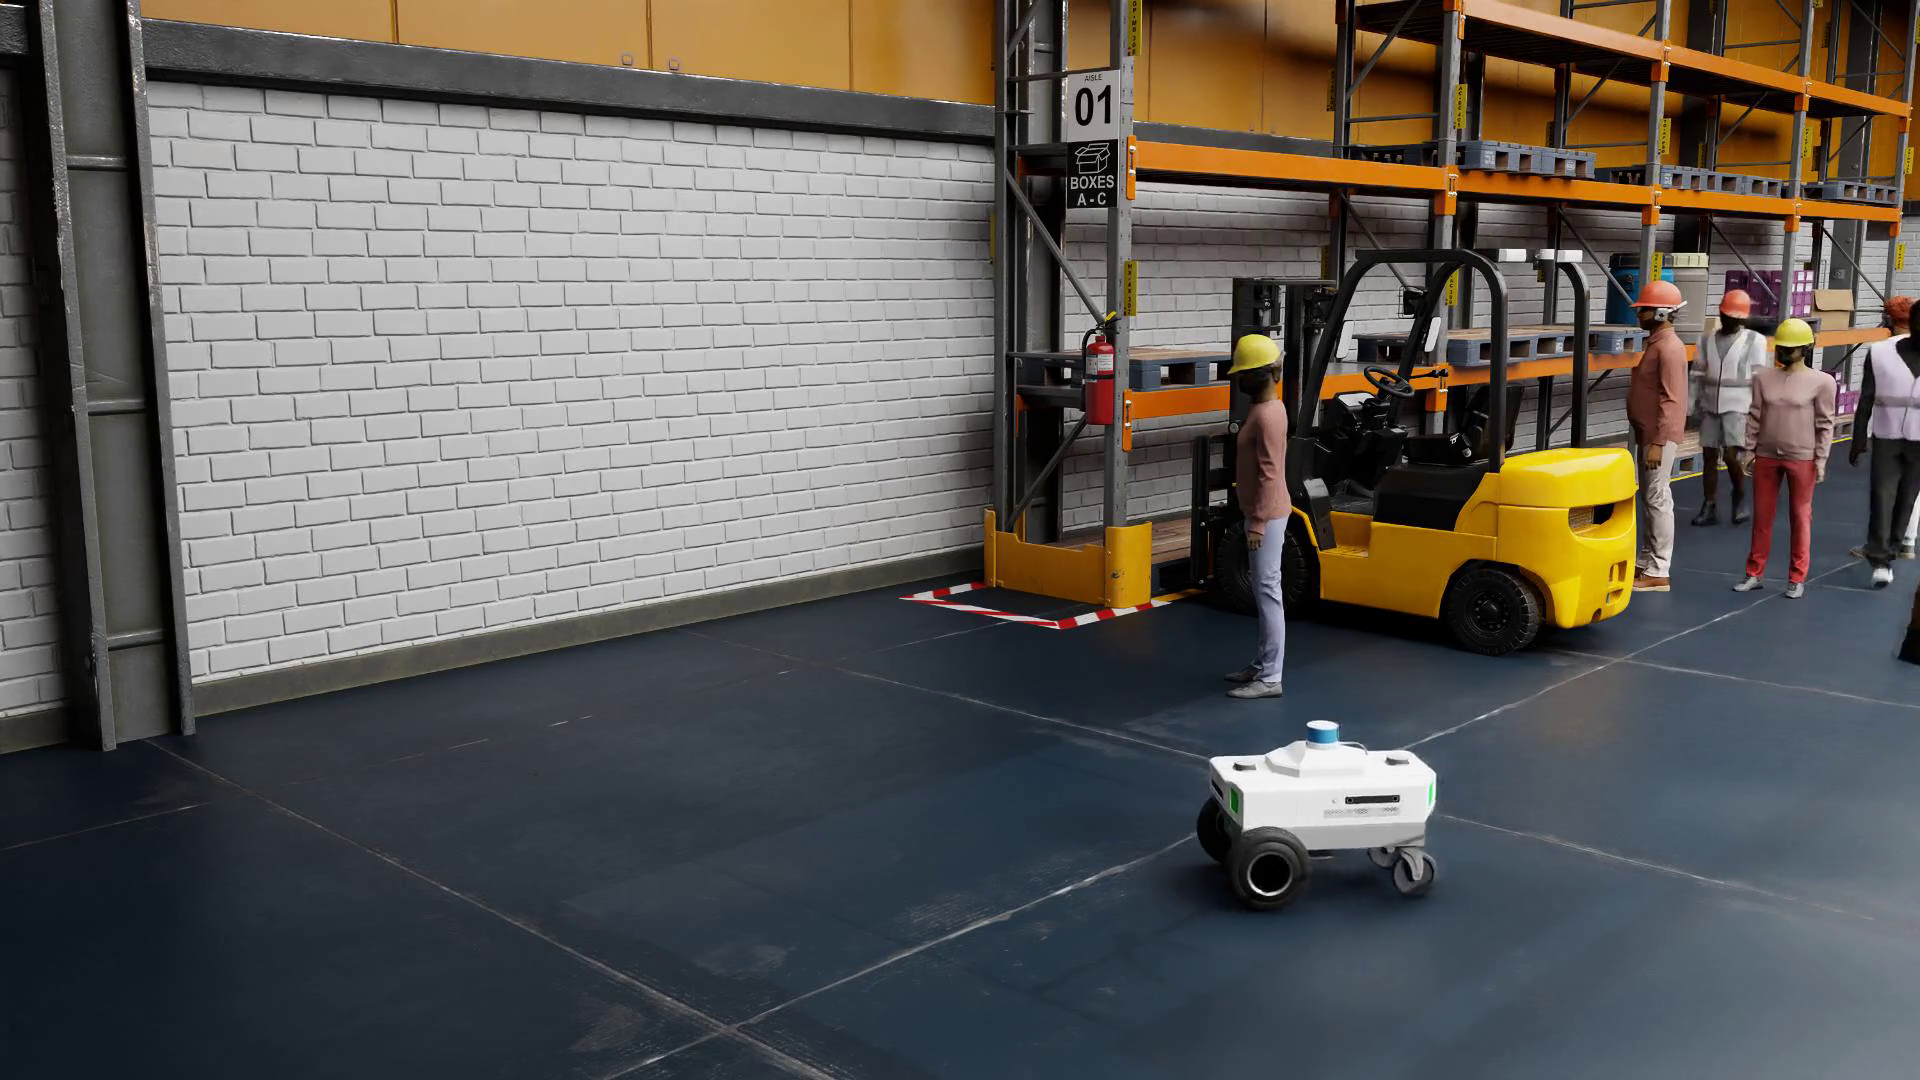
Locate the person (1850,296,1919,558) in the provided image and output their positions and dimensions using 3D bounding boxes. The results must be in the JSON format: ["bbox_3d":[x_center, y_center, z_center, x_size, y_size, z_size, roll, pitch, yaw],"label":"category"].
[{"bbox_3d":[6.659,-0.792,11.857,0.575,1.881,0.356,-2,10,-15],"label":"person"}]

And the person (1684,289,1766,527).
[{"bbox_3d":[6.069,-1.038,13.267,0.415,1.912,0.591,-8,12,-39],"label":"person"}]

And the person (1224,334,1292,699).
[{"bbox_3d":[1.443,-0.111,8.058,0.321,1.761,0.522,1,9,9],"label":"person"}]

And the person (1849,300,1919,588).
[{"bbox_3d":[6.115,-0.606,10.731,0.611,1.870,0.954,3,10,20],"label":"person"}]

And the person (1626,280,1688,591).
[{"bbox_3d":[4.472,-0.665,10.730,0.379,1.996,0.610,2,10,15],"label":"person"}]

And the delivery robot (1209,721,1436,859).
[{"bbox_3d":[1.206,0.847,5.550,0.707,0.478,0.477,-1,10,-4],"label":"delivery robot"}]

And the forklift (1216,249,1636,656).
[{"bbox_3d":[2.710,-0.584,9.626,2.313,2.155,1.214,9,13,43],"label":"forklift"}]

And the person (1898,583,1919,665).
[{"bbox_3d":[5.227,-0.218,8.322,0.578,1.880,1.004,-4,10,-23],"label":"person"}]

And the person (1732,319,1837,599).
[{"bbox_3d":[5.207,-0.510,10.502,0.328,1.761,0.523,-8,12,-42],"label":"person"}]
